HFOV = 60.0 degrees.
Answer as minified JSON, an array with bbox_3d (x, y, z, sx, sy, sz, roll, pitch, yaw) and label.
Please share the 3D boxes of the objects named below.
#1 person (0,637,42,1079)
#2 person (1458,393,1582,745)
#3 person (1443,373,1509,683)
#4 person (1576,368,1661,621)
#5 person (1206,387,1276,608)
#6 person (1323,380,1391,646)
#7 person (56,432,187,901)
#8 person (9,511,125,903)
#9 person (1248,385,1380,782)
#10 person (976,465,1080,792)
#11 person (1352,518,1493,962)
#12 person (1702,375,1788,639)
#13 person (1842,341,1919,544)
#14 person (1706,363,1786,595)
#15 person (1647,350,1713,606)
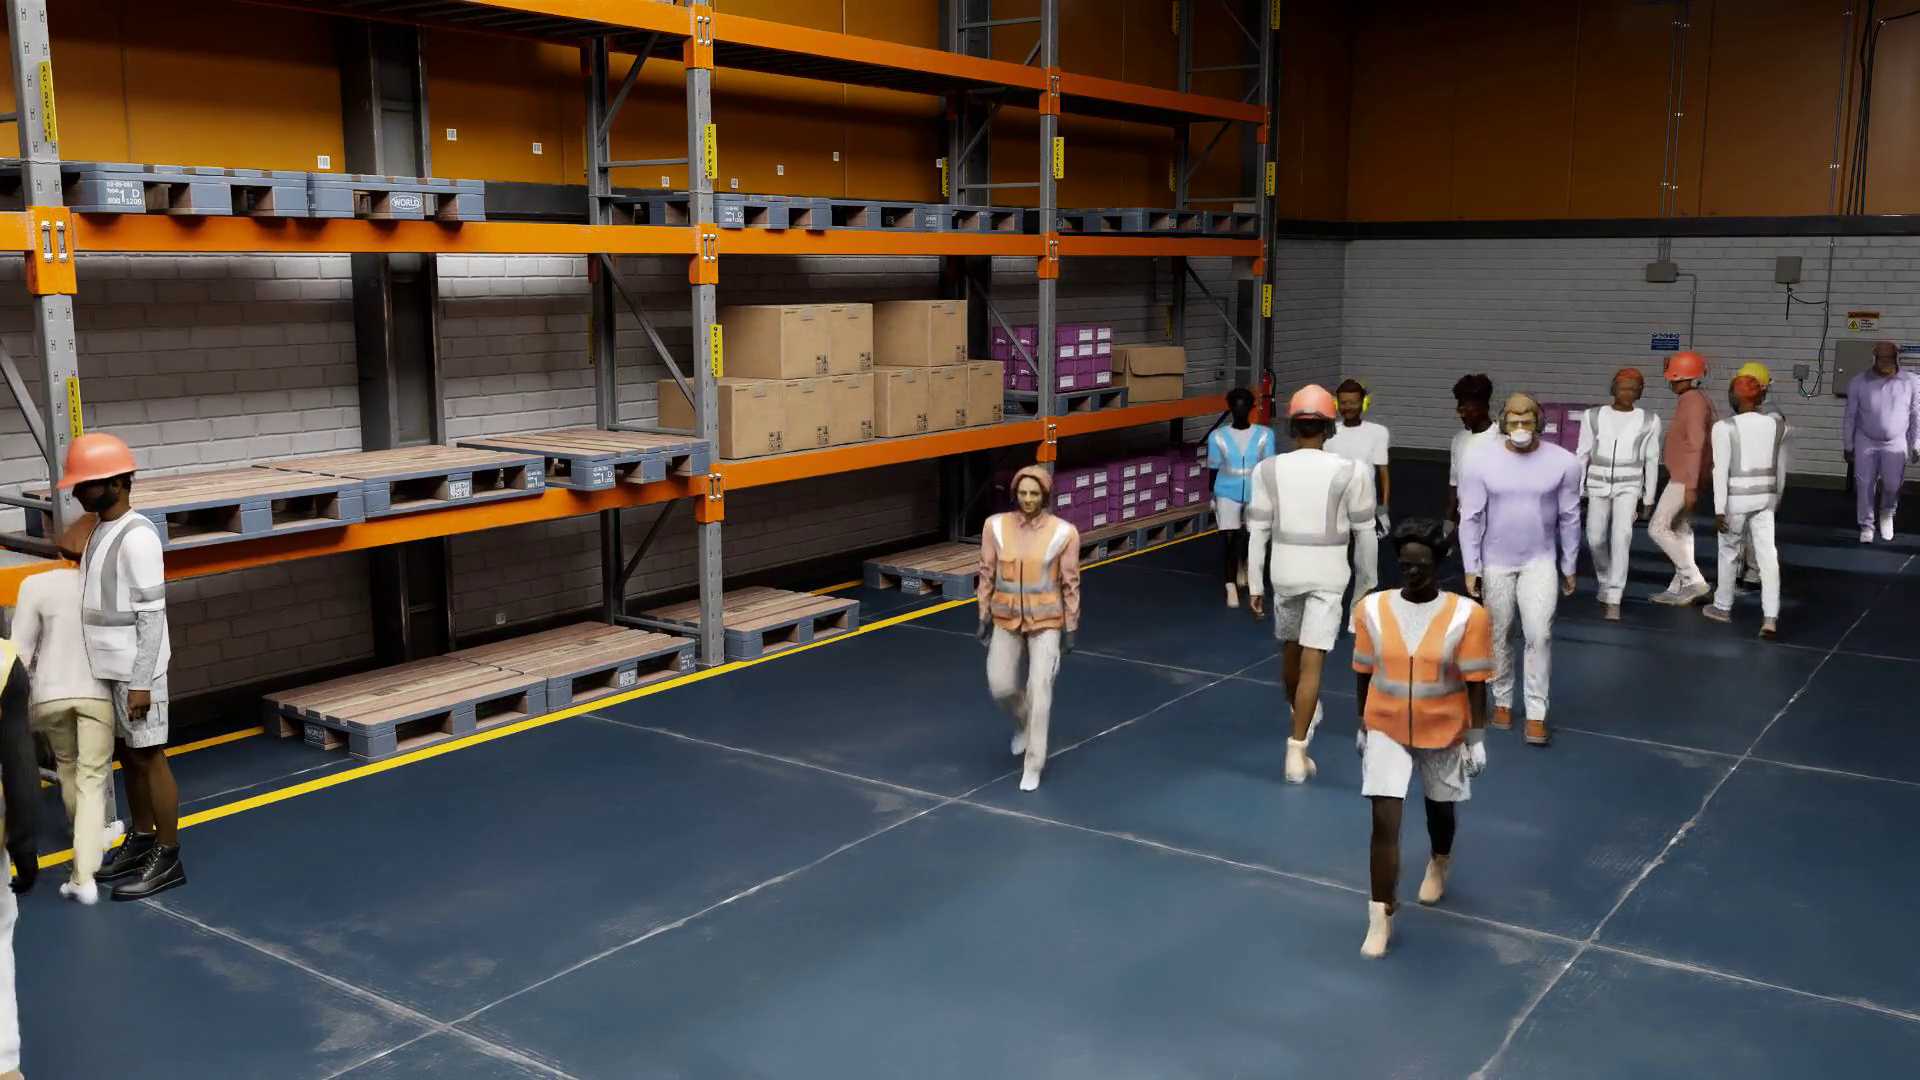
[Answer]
[{"bbox_3d":[-3.094,0.899,4.946,0.628,1.825,0.564,-7,12,-36],"label":"person"},{"bbox_3d":[3.044,0.159,9.080,0.640,1.903,0.825,3,10,19],"label":"person"},{"bbox_3d":[3.229,-0.065,10.326,0.542,1.935,0.632,-3,10,-16],"label":"person"},{"bbox_3d":[4.905,-0.372,12.454,0.575,1.841,0.893,5,11,30],"label":"person"},{"bbox_3d":[2.156,-0.354,12.823,0.532,1.680,0.682,0,10,2],"label":"person"},{"bbox_3d":[2.708,-0.193,11.448,0.541,1.816,0.967,3,10,19],"label":"person"},{"bbox_3d":[-3.469,0.517,6.878,0.361,1.935,0.544,-9,13,-44],"label":"person"},{"bbox_3d":[-3.687,0.672,7.005,0.549,1.577,0.734,-3,10,-16],"label":"person"},{"bbox_3d":[1.836,0.193,8.664,0.630,1.983,1.067,5,11,28],"label":"person"},{"bbox_3d":[0.356,0.419,8.361,0.536,1.622,0.481,3,10,17],"label":"person"},{"bbox_3d":[1.796,0.722,6.483,0.535,1.669,0.822,4,10,24],"label":"person"},{"bbox_3d":[5.585,-0.245,11.754,0.589,1.832,1.007,0,10,-2],"label":"person"},{"bbox_3d":[8.536,-0.896,15.413,0.675,1.888,0.426,5,11,29],"label":"person"},{"bbox_3d":[6.221,-0.486,13.161,0.404,1.830,0.599,-1,10,-6],"label":"person"},{"bbox_3d":[5.440,-0.449,12.564,0.431,1.963,0.600,5,11,28],"label":"person"}]
